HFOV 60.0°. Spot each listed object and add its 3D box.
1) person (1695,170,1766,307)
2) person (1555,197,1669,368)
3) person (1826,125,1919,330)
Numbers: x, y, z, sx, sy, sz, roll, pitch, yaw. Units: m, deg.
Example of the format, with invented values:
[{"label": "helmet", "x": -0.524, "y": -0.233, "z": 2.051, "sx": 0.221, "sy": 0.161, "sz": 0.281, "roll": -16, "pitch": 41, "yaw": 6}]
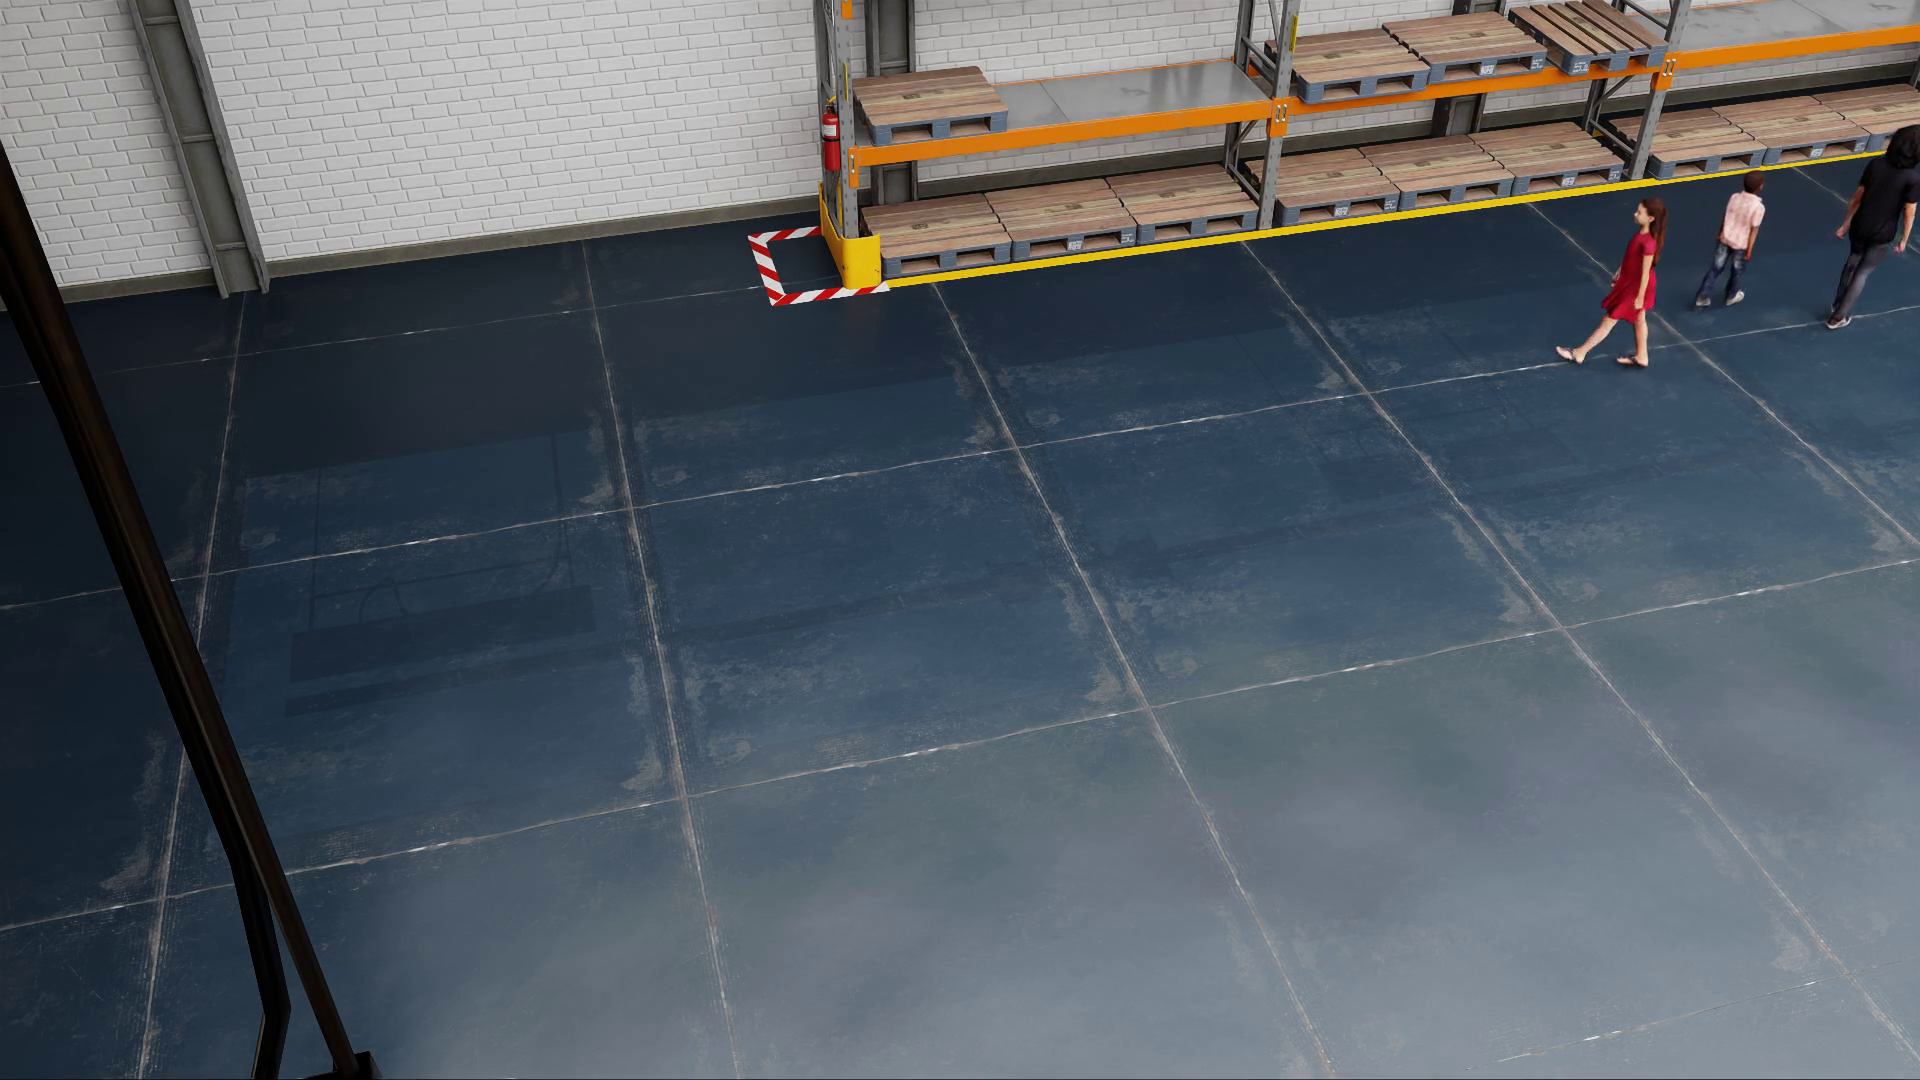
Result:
[{"label": "person", "x": 6.623, "y": -2.562, "z": 14.281, "sx": 0.860, "sy": 1.299, "sz": 0.683, "roll": -25, "pitch": 45, "yaw": -28}, {"label": "person", "x": 5.543, "y": -2.042, "z": 13.455, "sx": 1.076, "sy": 1.518, "sz": 0.865, "roll": 8, "pitch": 39, "yaw": 10}, {"label": "person", "x": 7.576, "y": -2.579, "z": 13.886, "sx": 0.799, "sy": 1.819, "sz": 0.786, "roll": -26, "pitch": 45, "yaw": -29}]
